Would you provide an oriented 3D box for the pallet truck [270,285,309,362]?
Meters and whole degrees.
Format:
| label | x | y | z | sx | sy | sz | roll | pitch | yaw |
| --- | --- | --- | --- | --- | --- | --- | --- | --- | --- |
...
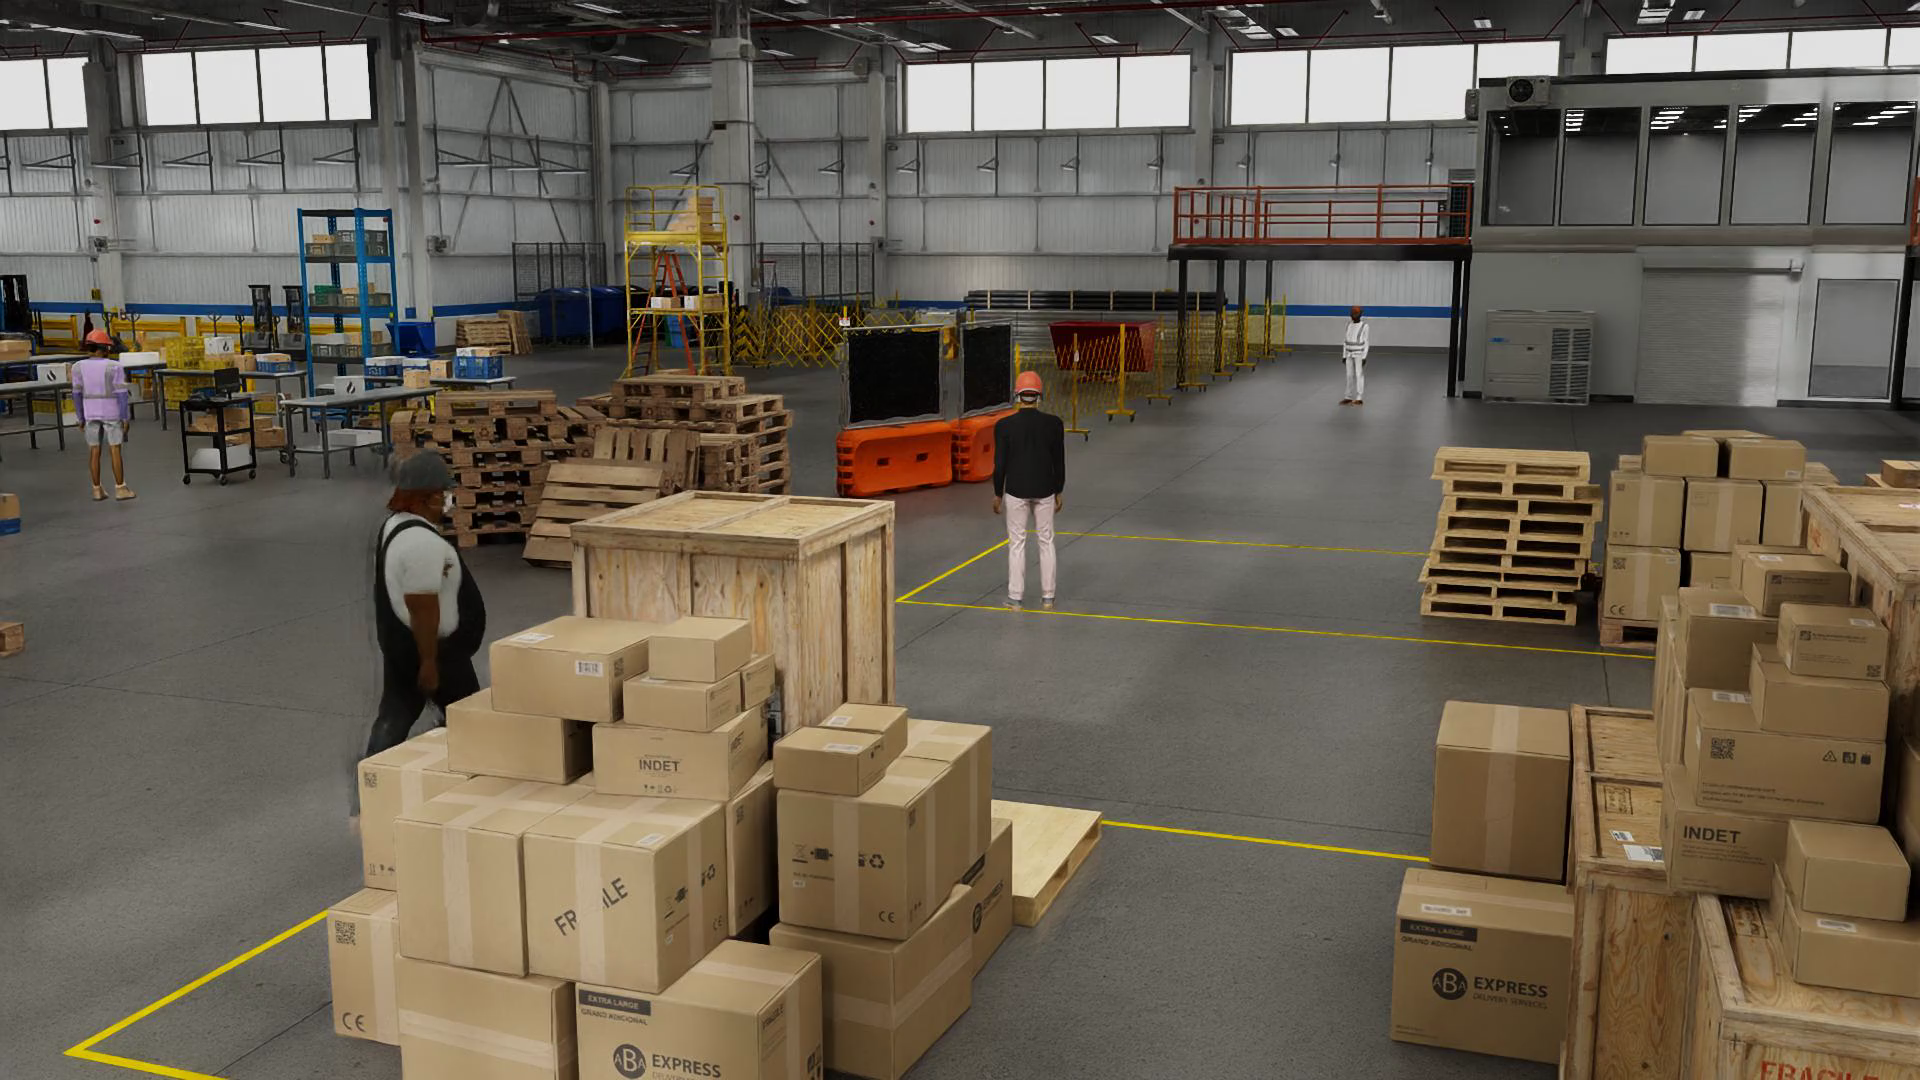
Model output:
| label | x | y | z | sx | sy | sz | roll | pitch | yaw |
| --- | --- | --- | --- | --- | --- | --- | --- | --- | --- |
| pallet truck | -17.147 | -5.700 | 43.663 | 0.823 | 1.965 | 1.885 | 3 | 11 | 17 |

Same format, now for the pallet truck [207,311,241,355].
| label | x | y | z | sx | sy | sz | roll | pitch | yaw |
| --- | --- | --- | --- | --- | --- | --- | --- | --- | --- |
| pallet truck | -19.537 | -5.575 | 44.913 | 0.653 | 1.274 | 1.630 | 3 | 11 | 19 |

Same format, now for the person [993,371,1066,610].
| label | x | y | z | sx | sy | sz | roll | pitch | yaw |
| --- | --- | --- | --- | --- | --- | --- | --- | --- | --- |
| person | 0.574 | -0.405 | 13.845 | 0.608 | 1.996 | 0.380 | -2 | 10 | -9 |

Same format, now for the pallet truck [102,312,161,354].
| label | x | y | z | sx | sy | sz | roll | pitch | yaw |
| --- | --- | --- | --- | --- | --- | --- | --- | --- | --- |
| pallet truck | -23.057 | -5.777 | 46.261 | 0.680 | 1.201 | 1.601 | 3 | 11 | 19 |

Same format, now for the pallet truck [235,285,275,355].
| label | x | y | z | sx | sy | sz | roll | pitch | yaw |
| --- | --- | --- | --- | --- | --- | --- | --- | --- | --- |
| pallet truck | -18.327 | -5.835 | 44.421 | 0.823 | 1.965 | 1.885 | 4 | 11 | 23 |

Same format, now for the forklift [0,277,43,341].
| label | x | y | z | sx | sy | sz | roll | pitch | yaw |
| --- | --- | --- | --- | --- | --- | --- | --- | --- | --- |
| forklift | -27.151 | -6.329 | 46.328 | 1.157 | 1.987 | 2.680 | 3 | 11 | 17 |

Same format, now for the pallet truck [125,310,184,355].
| label | x | y | z | sx | sy | sz | roll | pitch | yaw |
| --- | --- | --- | --- | --- | --- | --- | --- | --- | --- |
| pallet truck | -22.038 | -5.665 | 45.457 | 0.704 | 1.261 | 1.522 | 3 | 11 | 17 |

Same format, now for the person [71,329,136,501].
| label | x | y | z | sx | sy | sz | roll | pitch | yaw |
| --- | --- | --- | --- | --- | --- | --- | --- | --- | --- |
| person | -10.168 | -1.474 | 19.744 | 0.609 | 2.040 | 0.394 | 0 | 10 | -2 |

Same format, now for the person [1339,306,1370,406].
| label | x | y | z | sx | sy | sz | roll | pitch | yaw |
| --- | --- | --- | --- | --- | --- | --- | --- | --- | --- |
| person | 7.471 | -3.480 | 31.481 | 0.352 | 1.883 | 0.579 | -7 | 12 | -35 |

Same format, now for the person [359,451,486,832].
| label | x | y | z | sx | sy | sz | roll | pitch | yaw |
| --- | --- | --- | --- | --- | --- | --- | --- | --- | --- |
| person | -2.699 | 0.496 | 8.649 | 1.002 | 2.000 | 0.697 | -7 | 12 | -34 |
